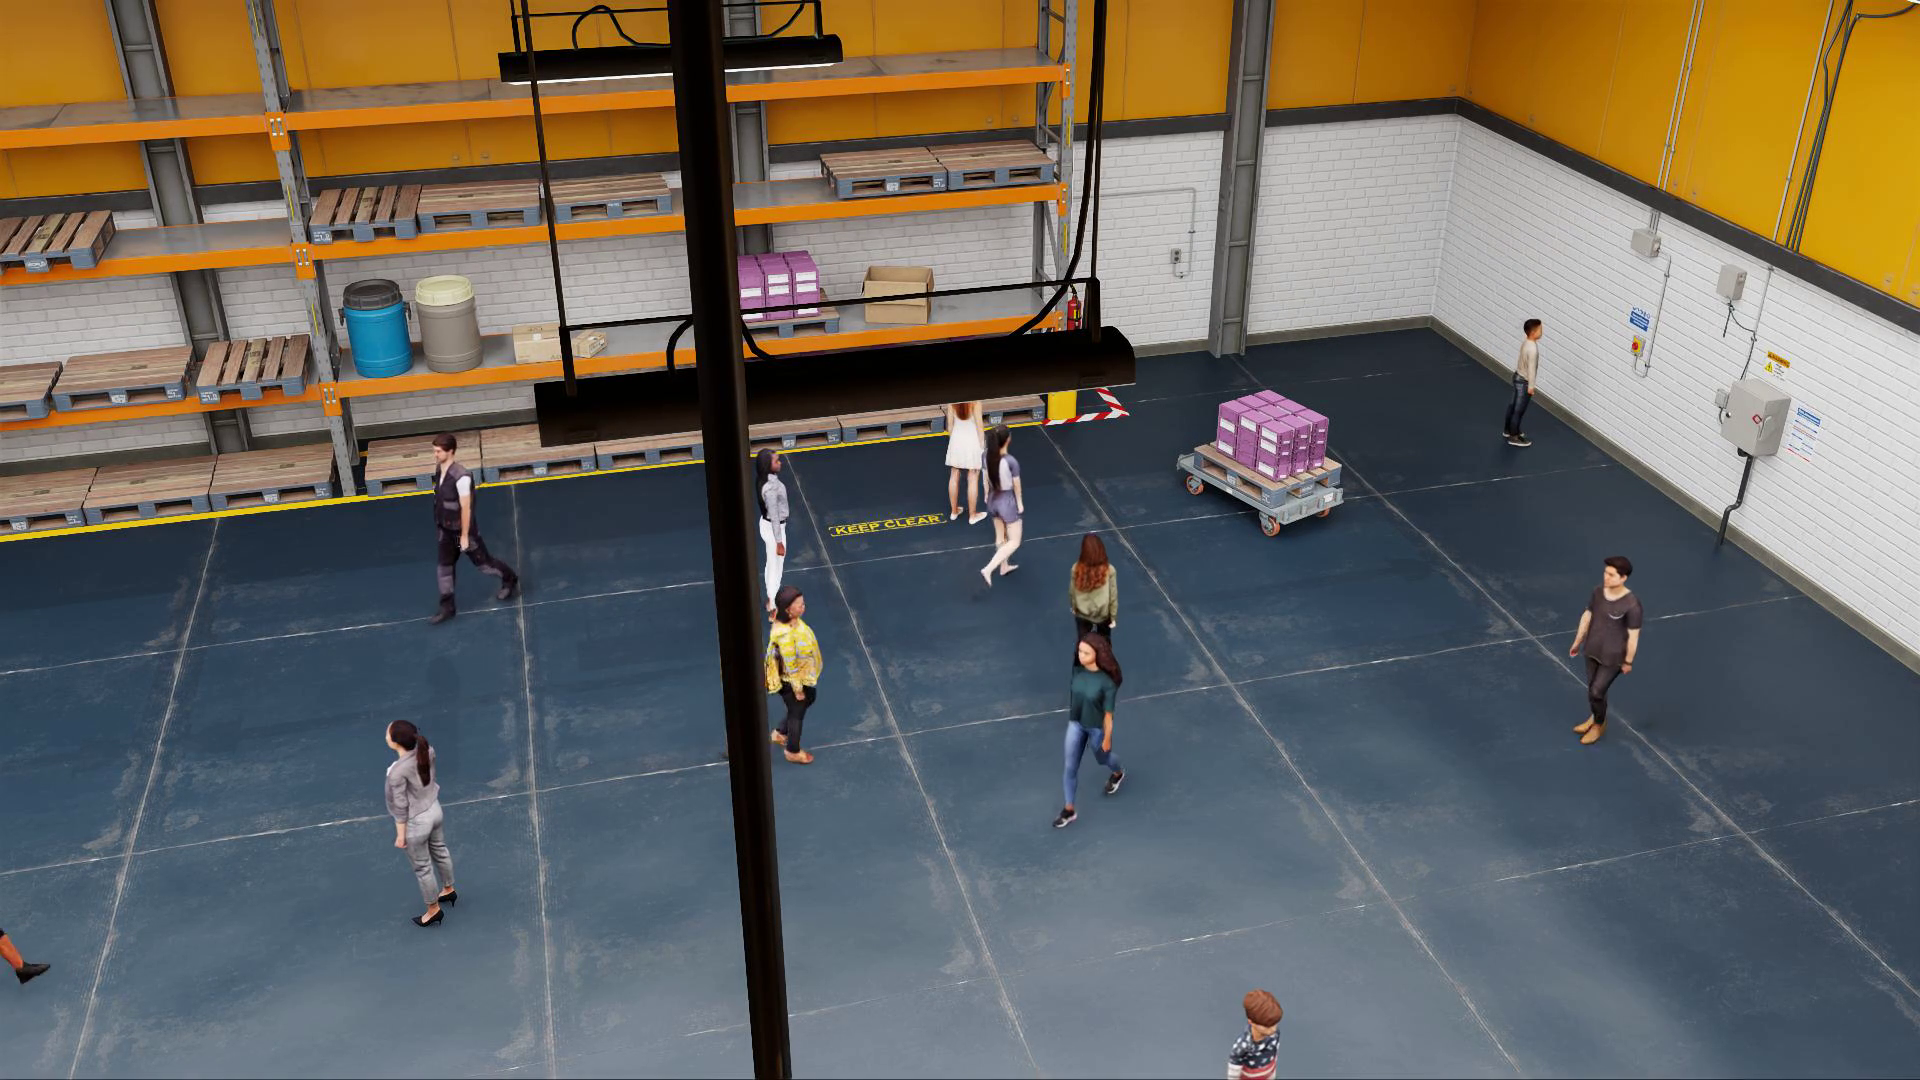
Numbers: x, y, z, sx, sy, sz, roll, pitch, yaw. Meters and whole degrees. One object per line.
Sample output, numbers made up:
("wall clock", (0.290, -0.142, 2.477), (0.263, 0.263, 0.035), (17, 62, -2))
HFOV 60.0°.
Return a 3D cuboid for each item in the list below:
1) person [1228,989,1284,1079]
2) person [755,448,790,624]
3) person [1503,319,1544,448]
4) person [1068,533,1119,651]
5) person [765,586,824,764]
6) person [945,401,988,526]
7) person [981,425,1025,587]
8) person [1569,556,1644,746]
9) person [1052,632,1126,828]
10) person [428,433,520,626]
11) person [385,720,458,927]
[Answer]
("person", (1.690, 3.176, 9.664), (0.498, 1.440, 0.622), (-18, 33, -30))
("person", (-1.713, -0.059, 15.297), (0.538, 1.725, 0.602), (-5, 29, -9))
("person", (6.363, -1.801, 18.763), (0.593, 1.463, 0.614), (2, 29, 3))
("person", (1.118, 0.675, 14.248), (0.992, 1.440, 0.953), (9, 30, 15))
("person", (-1.413, 1.088, 13.279), (0.803, 1.645, 0.776), (-2, 29, -4))
("person", (0.053, -0.981, 17.002), (0.641, 1.711, 0.707), (14, 32, 24))
("person", (0.378, -0.301, 15.834), (0.851, 1.635, 0.966), (24, 37, 36))
("person", (5.354, 0.867, 13.623), (0.632, 1.703, 0.651), (-11, 30, -19))
("person", (1.059, 1.405, 12.764), (0.967, 1.580, 1.144), (23, 36, 35))
("person", (-4.534, -0.137, 15.350), (1.134, 1.811, 1.261), (19, 34, 31))
("person", (-3.775, 1.967, 11.631), (0.752, 1.678, 0.727), (8, 30, 14))
